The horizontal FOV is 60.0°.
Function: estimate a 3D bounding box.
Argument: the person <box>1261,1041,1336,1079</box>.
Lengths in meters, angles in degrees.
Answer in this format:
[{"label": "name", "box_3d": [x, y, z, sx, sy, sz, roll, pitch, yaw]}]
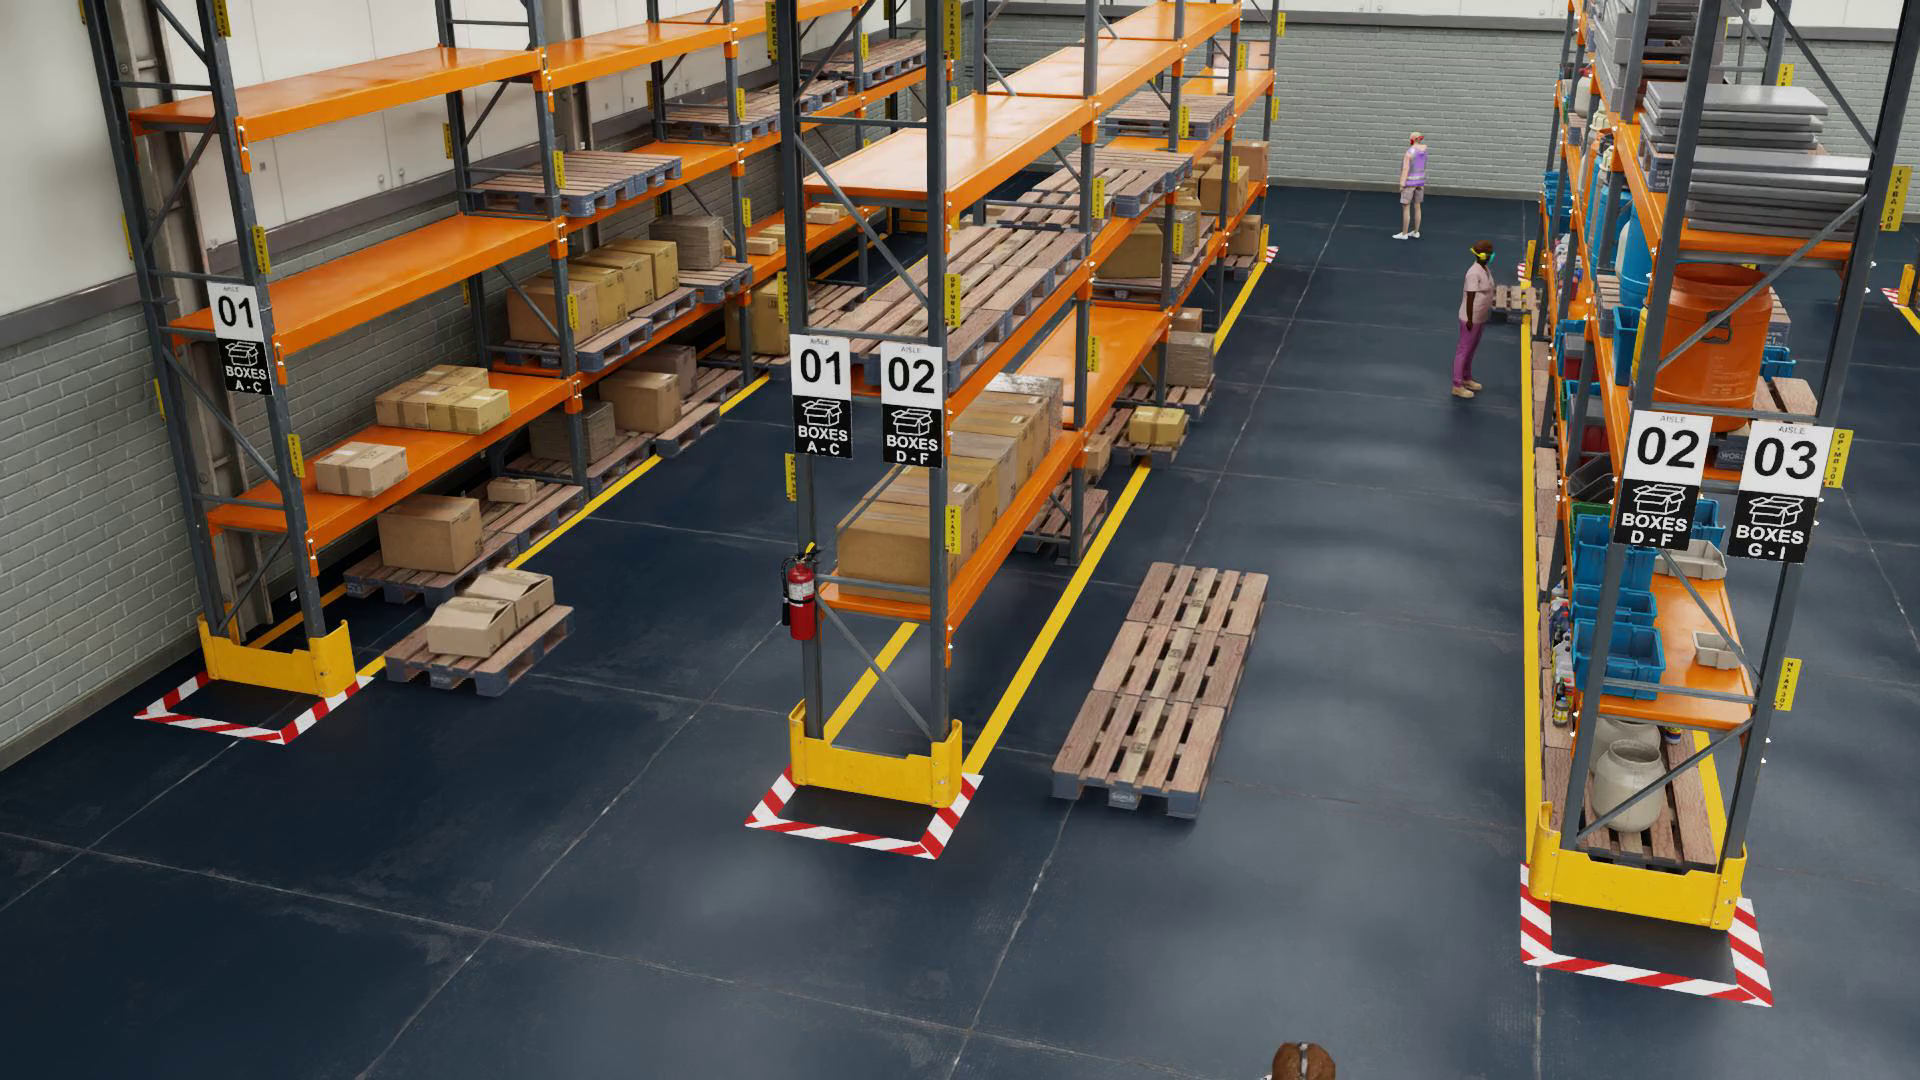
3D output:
[{"label": "person", "box_3d": [1.303, 2.791, 6.723, 0.438, 1.831, 0.652, 7, 24, 15]}]

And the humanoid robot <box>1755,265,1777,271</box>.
[{"label": "humanoid robot", "box_3d": [11.825, -4.679, 24.242, 0.584, 1.651, 0.458, -19, 30, -36]}]

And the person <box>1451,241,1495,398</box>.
[{"label": "person", "box_3d": [5.939, -2.561, 19.176, 0.328, 1.800, 0.538, 14, 27, 30]}]

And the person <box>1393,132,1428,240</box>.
[{"label": "person", "box_3d": [7.185, -5.622, 26.421, 0.488, 1.688, 0.350, -14, 27, -29]}]
